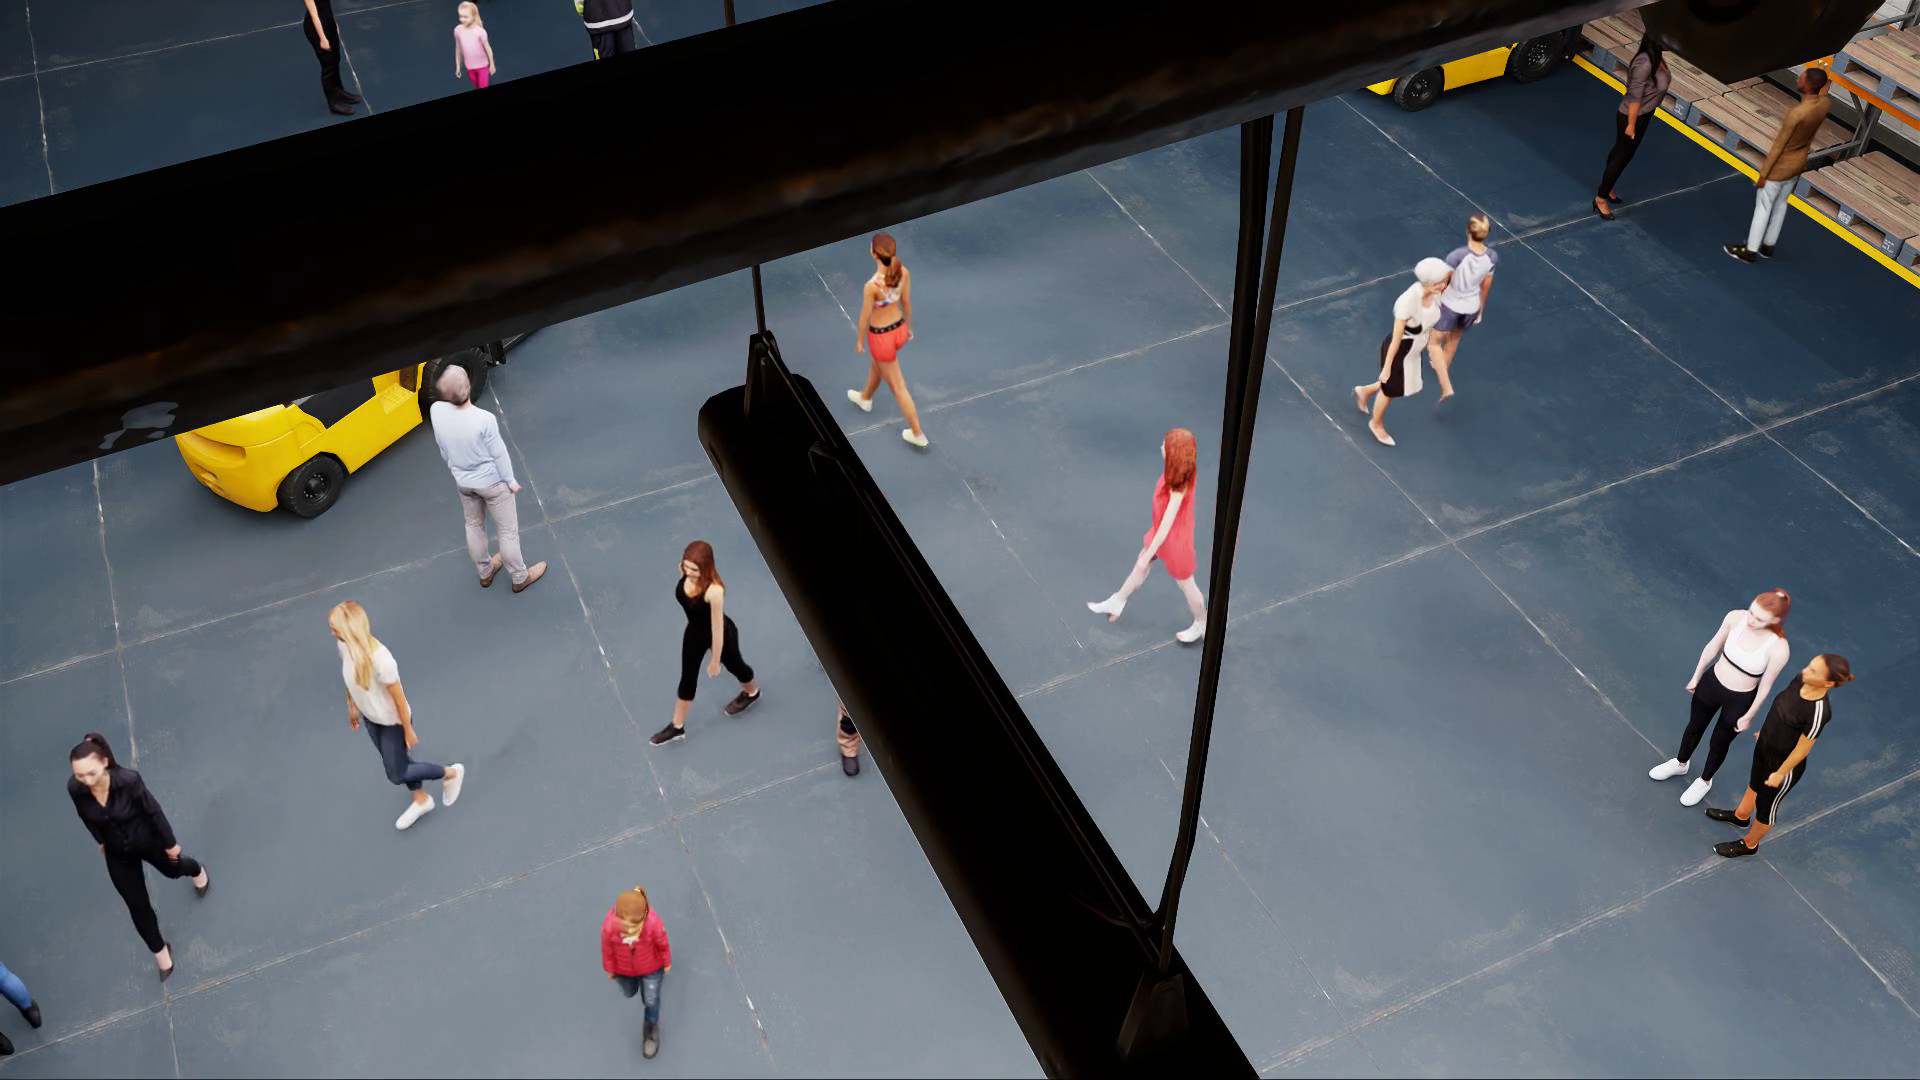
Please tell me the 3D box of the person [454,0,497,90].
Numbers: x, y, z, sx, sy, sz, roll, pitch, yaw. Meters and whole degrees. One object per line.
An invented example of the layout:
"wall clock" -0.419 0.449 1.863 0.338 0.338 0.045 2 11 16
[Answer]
"person" -4.679 -4.646 16.172 0.664 1.259 0.733 11 45 11

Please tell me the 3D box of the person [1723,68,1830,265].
"person" 7.080 -3.202 14.252 0.659 1.816 0.589 -22 48 -22

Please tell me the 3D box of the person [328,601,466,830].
"person" -3.324 0.996 9.865 0.775 1.790 0.811 27 50 26

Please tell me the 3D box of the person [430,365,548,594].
"person" -3.245 -0.408 11.263 0.745 1.895 0.801 13 45 14

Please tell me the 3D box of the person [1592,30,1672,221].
"person" 5.988 -3.758 14.817 0.790 1.842 0.750 20 47 19

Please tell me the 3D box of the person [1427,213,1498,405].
"person" 3.876 -1.768 12.902 0.693 1.602 0.933 -6 44 -6

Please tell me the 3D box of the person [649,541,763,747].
"person" -1.468 0.558 10.397 0.888 1.690 1.079 -32 52 -29

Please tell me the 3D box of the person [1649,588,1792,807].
"person" 4.607 0.928 9.970 0.665 1.744 0.471 -23 48 -22

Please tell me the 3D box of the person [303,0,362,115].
"person" -6.219 -4.983 16.217 0.721 1.685 0.614 0 44 0

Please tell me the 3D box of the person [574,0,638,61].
"person" -3.501 -5.307 16.342 0.796 1.982 0.679 -24 49 -23

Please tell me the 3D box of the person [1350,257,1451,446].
"person" 3.254 -1.443 12.474 0.828 1.722 0.927 -31 52 -29

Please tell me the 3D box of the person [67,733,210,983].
"person" -4.540 1.654 9.254 0.779 1.680 1.037 -6 44 -6

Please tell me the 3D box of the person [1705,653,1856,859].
"person" 4.797 1.235 9.703 0.731 1.668 0.638 6 44 6

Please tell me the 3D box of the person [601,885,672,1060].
"person" -1.723 2.223 8.934 0.715 1.298 0.866 3 44 3

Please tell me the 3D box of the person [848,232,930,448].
"person" -0.494 -1.450 12.468 0.871 1.741 1.216 -34 53 -30

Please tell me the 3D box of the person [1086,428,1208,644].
"person" 1.486 0.034 10.878 1.061 1.785 1.124 5 44 5
